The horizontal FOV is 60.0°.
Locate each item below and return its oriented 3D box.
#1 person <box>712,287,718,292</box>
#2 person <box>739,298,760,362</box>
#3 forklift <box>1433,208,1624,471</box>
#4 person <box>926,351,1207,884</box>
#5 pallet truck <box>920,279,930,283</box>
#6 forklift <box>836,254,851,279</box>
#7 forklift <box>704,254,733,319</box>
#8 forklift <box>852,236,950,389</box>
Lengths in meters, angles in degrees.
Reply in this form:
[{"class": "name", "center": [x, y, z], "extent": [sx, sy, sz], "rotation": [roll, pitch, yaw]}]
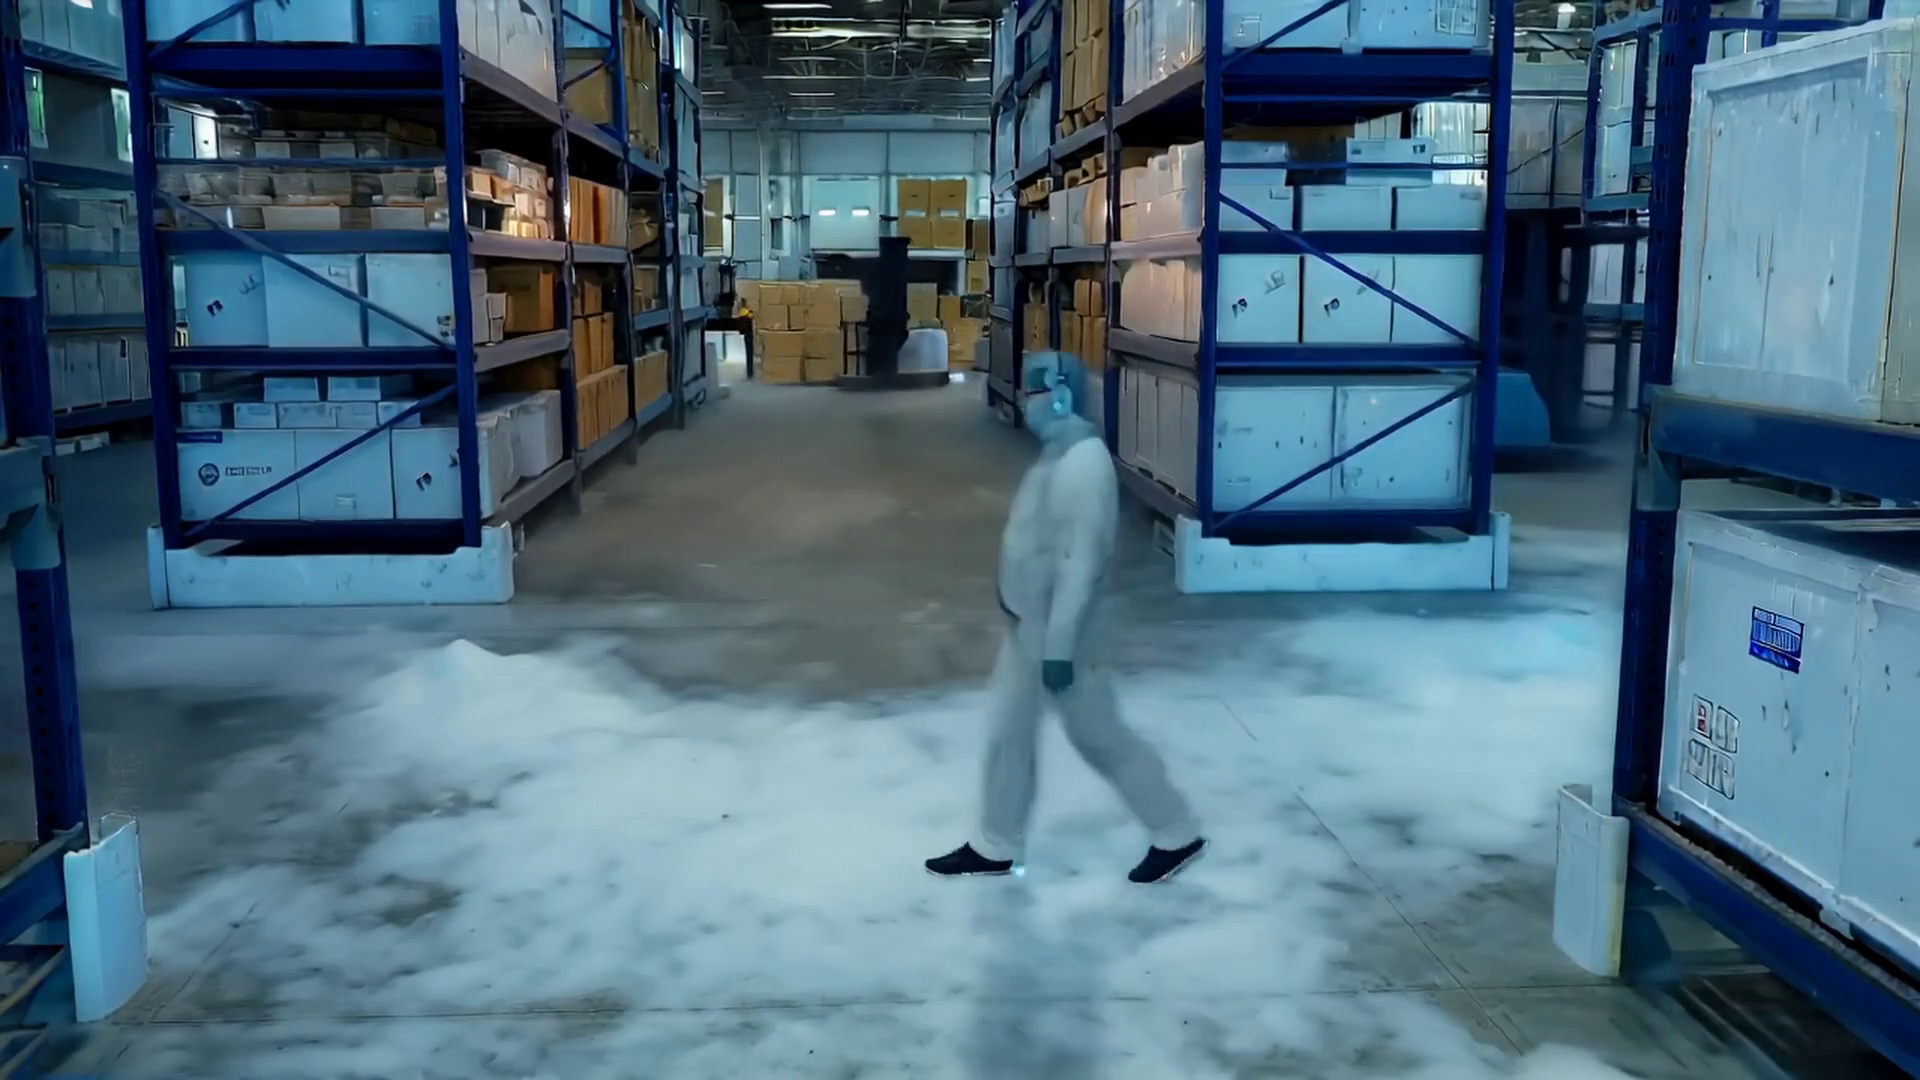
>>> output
[{"class": "person", "center": [-9.110, -8.605, 62.067], "extent": [0.541, 1.695, 0.316], "rotation": [1, 9, 7]}, {"class": "person", "center": [-4.700, -4.567, 36.973], "extent": [0.668, 1.620, 0.523], "rotation": [-2, 9, -15]}, {"class": "forklift", "center": [6.153, -2.197, 18.124], "extent": [1.873, 2.768, 1.129], "rotation": [-1, 9, -4]}, {"class": "person", "center": [0.403, 0.282, 5.734], "extent": [0.959, 1.871, 0.653], "rotation": [-1, 9, -4]}, {"class": "pallet truck", "center": [-0.932, -8.922, 63.114], "extent": [1.885, 1.965, 0.823], "rotation": [2, 9, 13]}, {"class": "forklift", "center": [-3.979, -8.299, 56.443], "extent": [1.873, 2.768, 1.129], "rotation": [0, 9, 3]}, {"class": "forklift", "center": [-8.207, -8.253, 56.154], "extent": [1.129, 2.768, 1.873], "rotation": [1, 9, 9]}, {"class": "forklift", "center": [-1.214, -4.246, 30.991], "extent": [1.873, 2.768, 1.129], "rotation": [-3, 9, -17]}]
